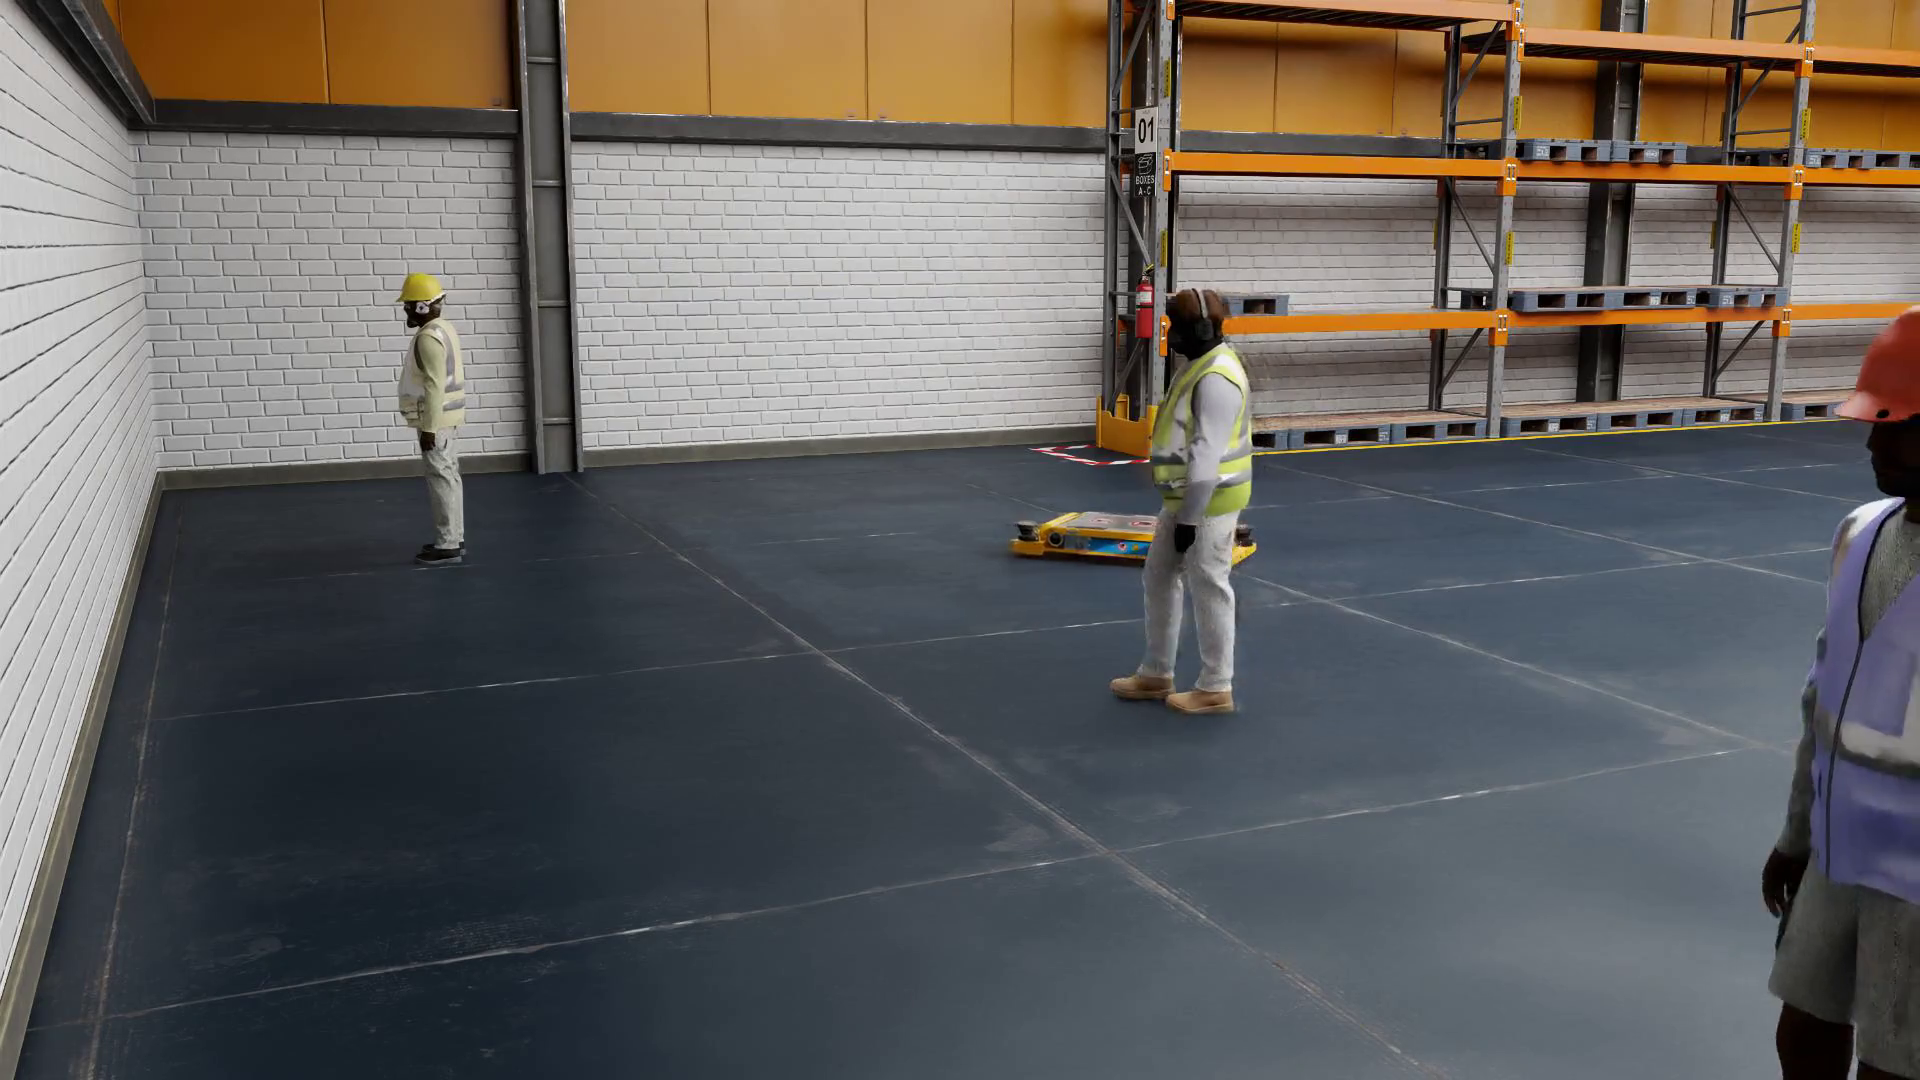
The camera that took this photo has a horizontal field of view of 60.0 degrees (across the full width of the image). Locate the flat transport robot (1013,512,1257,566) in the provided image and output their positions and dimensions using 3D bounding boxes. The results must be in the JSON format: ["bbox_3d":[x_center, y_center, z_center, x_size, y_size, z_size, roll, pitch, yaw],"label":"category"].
[{"bbox_3d":[1.121,-0.013,10.665,1.431,0.197,0.652,5,11,24],"label":"flat transport robot"}]

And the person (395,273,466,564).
[{"bbox_3d":[-3.330,-0.764,10.503,0.404,1.827,0.600,-1,10,-8],"label":"person"}]

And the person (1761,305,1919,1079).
[{"bbox_3d":[1.652,0.553,2.901,0.621,1.927,0.559,-1,10,-4],"label":"person"}]

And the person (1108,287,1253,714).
[{"bbox_3d":[0.908,-0.151,7.079,0.653,1.826,0.661,0,10,-1],"label":"person"}]
